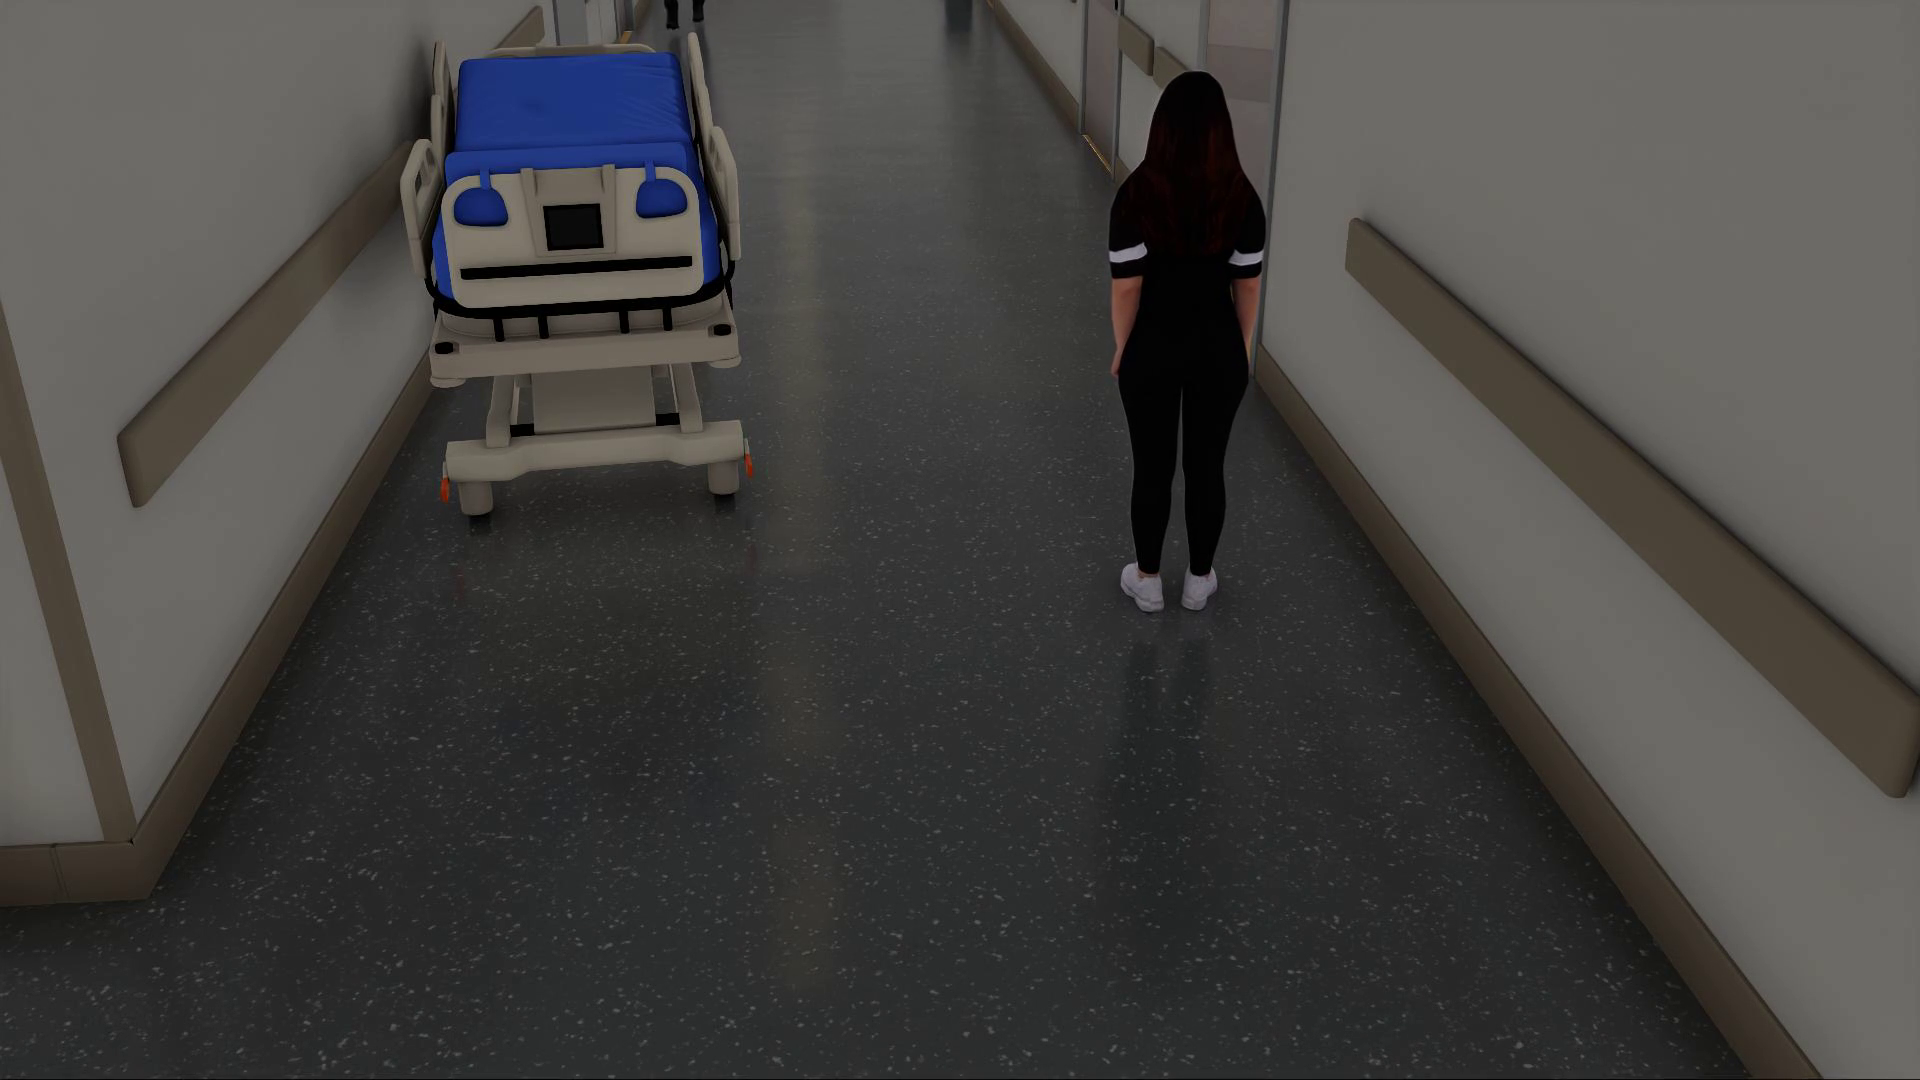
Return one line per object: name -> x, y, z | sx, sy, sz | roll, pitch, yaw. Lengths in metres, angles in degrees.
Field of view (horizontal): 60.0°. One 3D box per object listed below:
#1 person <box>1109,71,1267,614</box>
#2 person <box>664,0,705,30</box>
person -> 0.657, -0.554, 4.924 | 0.537, 1.639, 0.675 | 0, 26, 0
person -> -2.530, -5.638, 15.302 | 1.145, 1.782, 0.756 | -1, 26, -2
